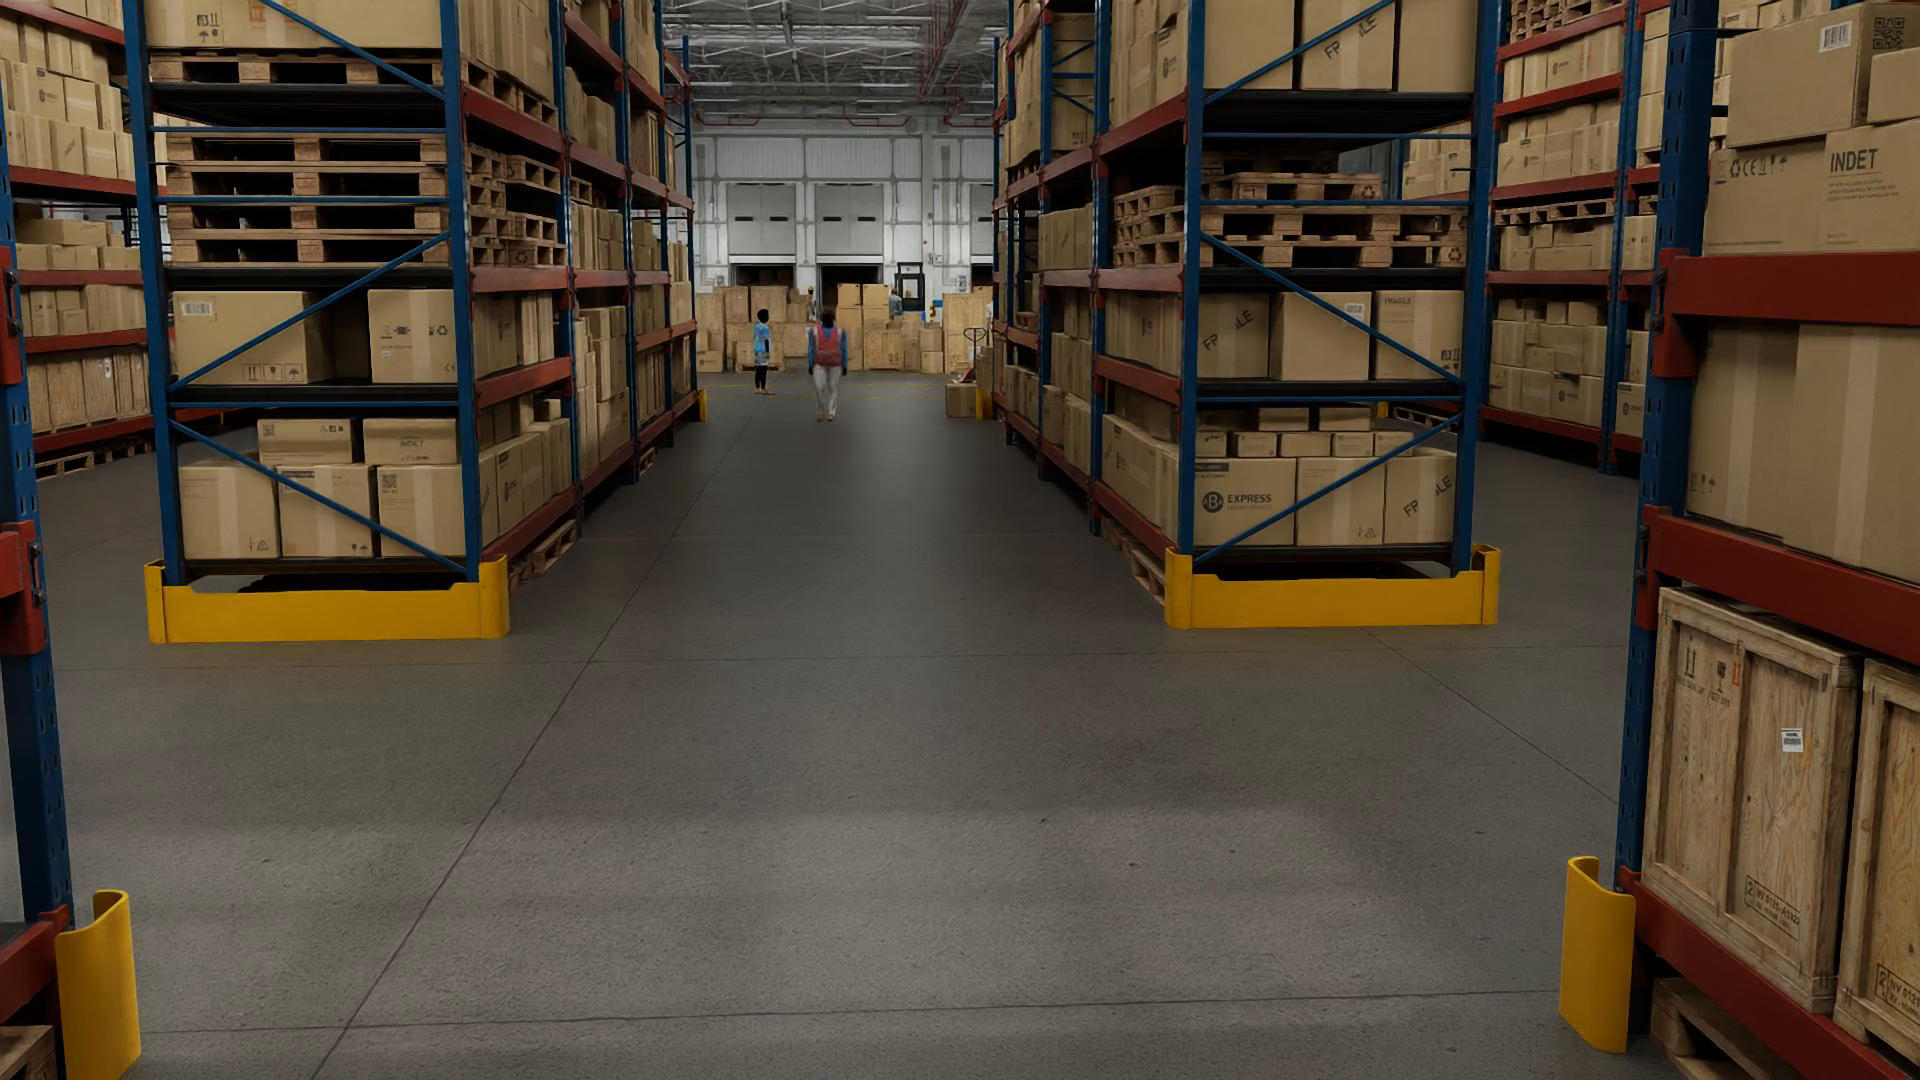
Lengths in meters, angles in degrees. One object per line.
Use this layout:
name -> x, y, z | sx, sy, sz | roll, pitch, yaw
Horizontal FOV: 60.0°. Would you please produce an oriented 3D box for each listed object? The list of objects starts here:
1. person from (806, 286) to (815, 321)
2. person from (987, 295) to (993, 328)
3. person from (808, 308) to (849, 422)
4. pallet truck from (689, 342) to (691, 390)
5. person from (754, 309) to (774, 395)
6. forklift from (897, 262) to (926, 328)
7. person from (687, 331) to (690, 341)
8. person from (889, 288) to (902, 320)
person -> -6.005, -9.203, 66.609 | 0.383, 1.924, 0.589 | -8, 12, -40
person -> 0.957, -5.528, 43.537 | 0.625, 1.930, 0.378 | 0, 9, 1
person -> -2.114, -2.791, 26.665 | 0.654, 1.819, 0.756 | -1, 9, -4
pallet truck -> -5.225, -3.008, 27.480 | 1.885, 1.965, 0.823 | 2, 9, 14
person -> -3.891, -3.703, 32.782 | 0.322, 1.696, 0.536 | -5, 10, -29
forklift -> -1.780, -8.547, 59.499 | 1.129, 2.768, 1.873 | -1, 9, -4
person -> -5.493, -3.881, 32.972 | 0.377, 1.995, 0.608 | -1, 9, -8
person -> -2.304, -7.827, 57.971 | 0.636, 1.930, 0.372 | 4, 10, 21
